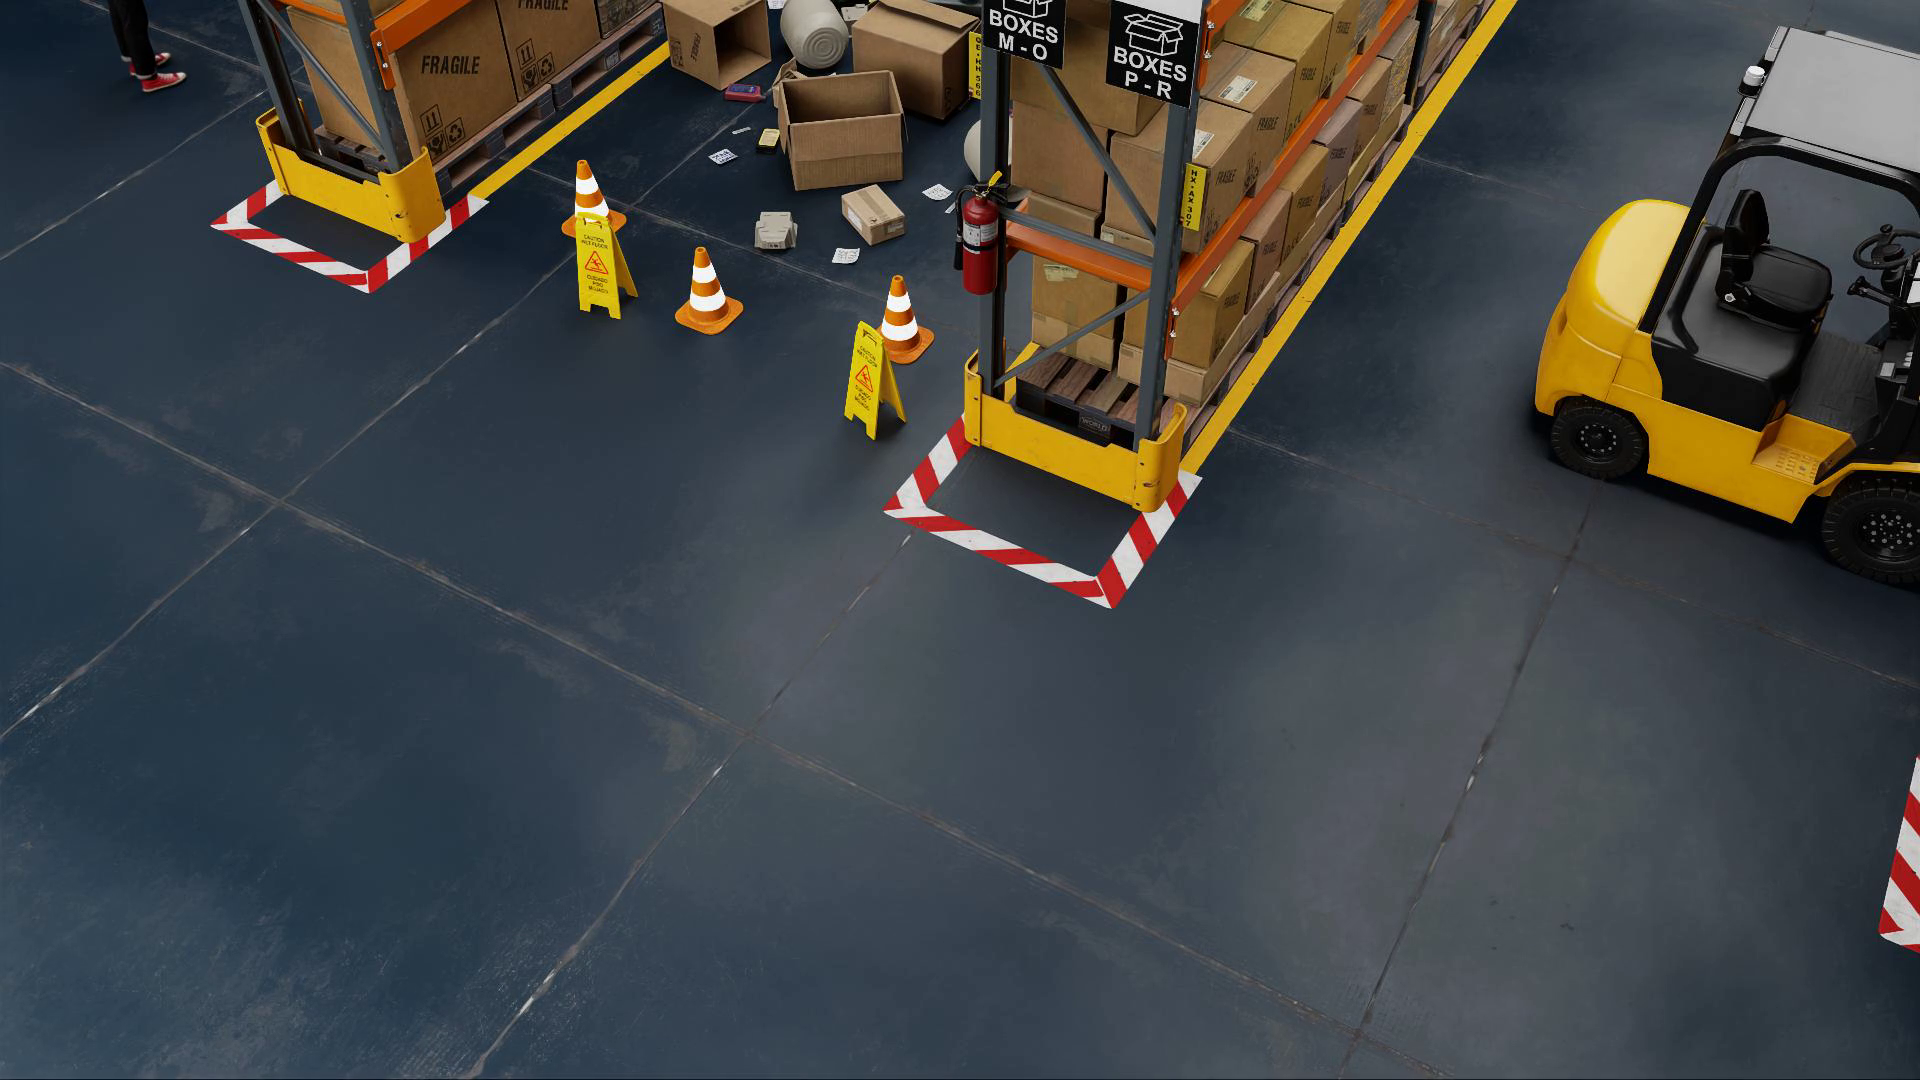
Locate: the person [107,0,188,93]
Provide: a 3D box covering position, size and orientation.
[{"bbox_3d":[-5.586,-3.808,10.895,0.706,1.757,0.752,-31,54,-26],"label":"person"}]
